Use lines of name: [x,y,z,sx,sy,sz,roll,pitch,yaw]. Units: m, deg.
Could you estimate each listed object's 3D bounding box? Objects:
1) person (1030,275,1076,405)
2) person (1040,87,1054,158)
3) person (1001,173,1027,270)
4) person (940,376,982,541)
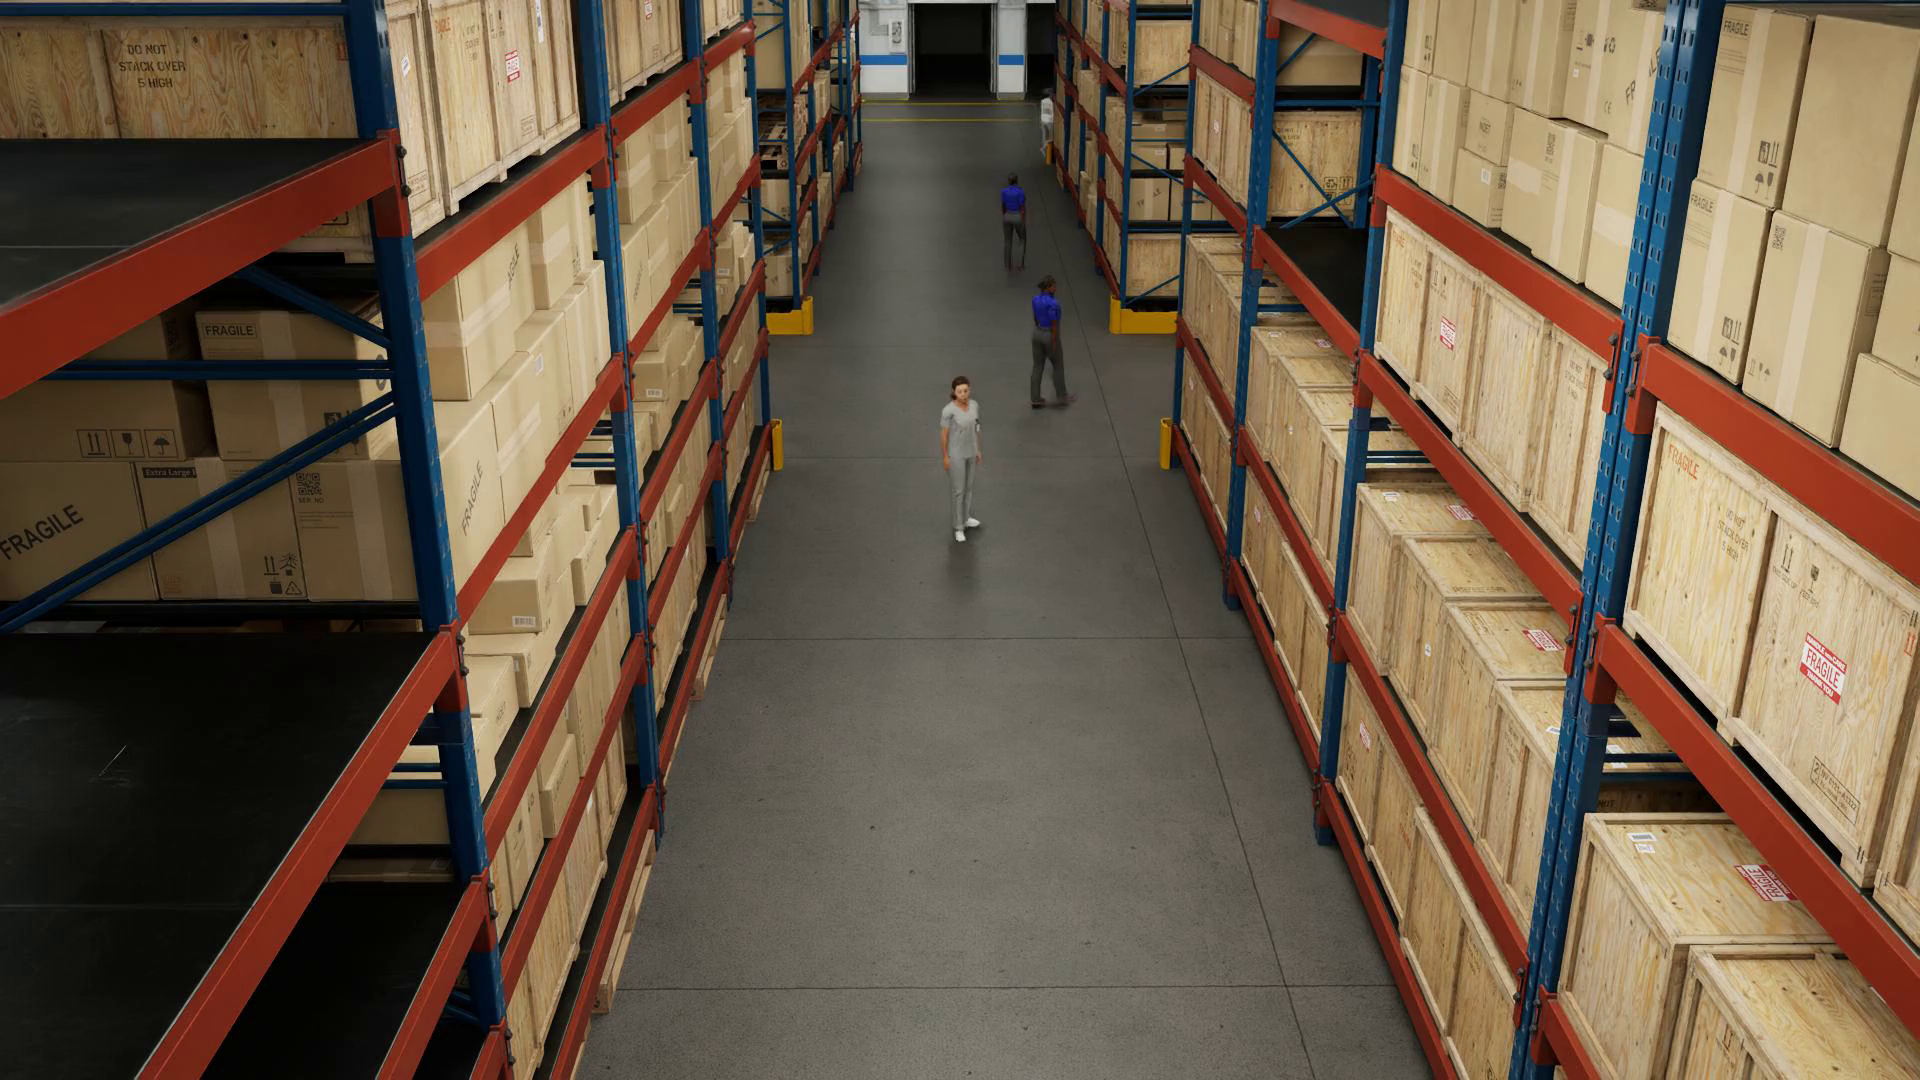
person: [1.137,-2.548,21.067,0.466,1.653,0.657,17,27,37]
person: [2.130,-10.024,40.003,0.519,1.681,0.556,20,29,41]
person: [0.921,-5.435,28.435,0.454,1.681,0.482,6,22,16]
person: [0.024,-0.858,16.818,0.452,1.668,0.533,-15,26,-33]
